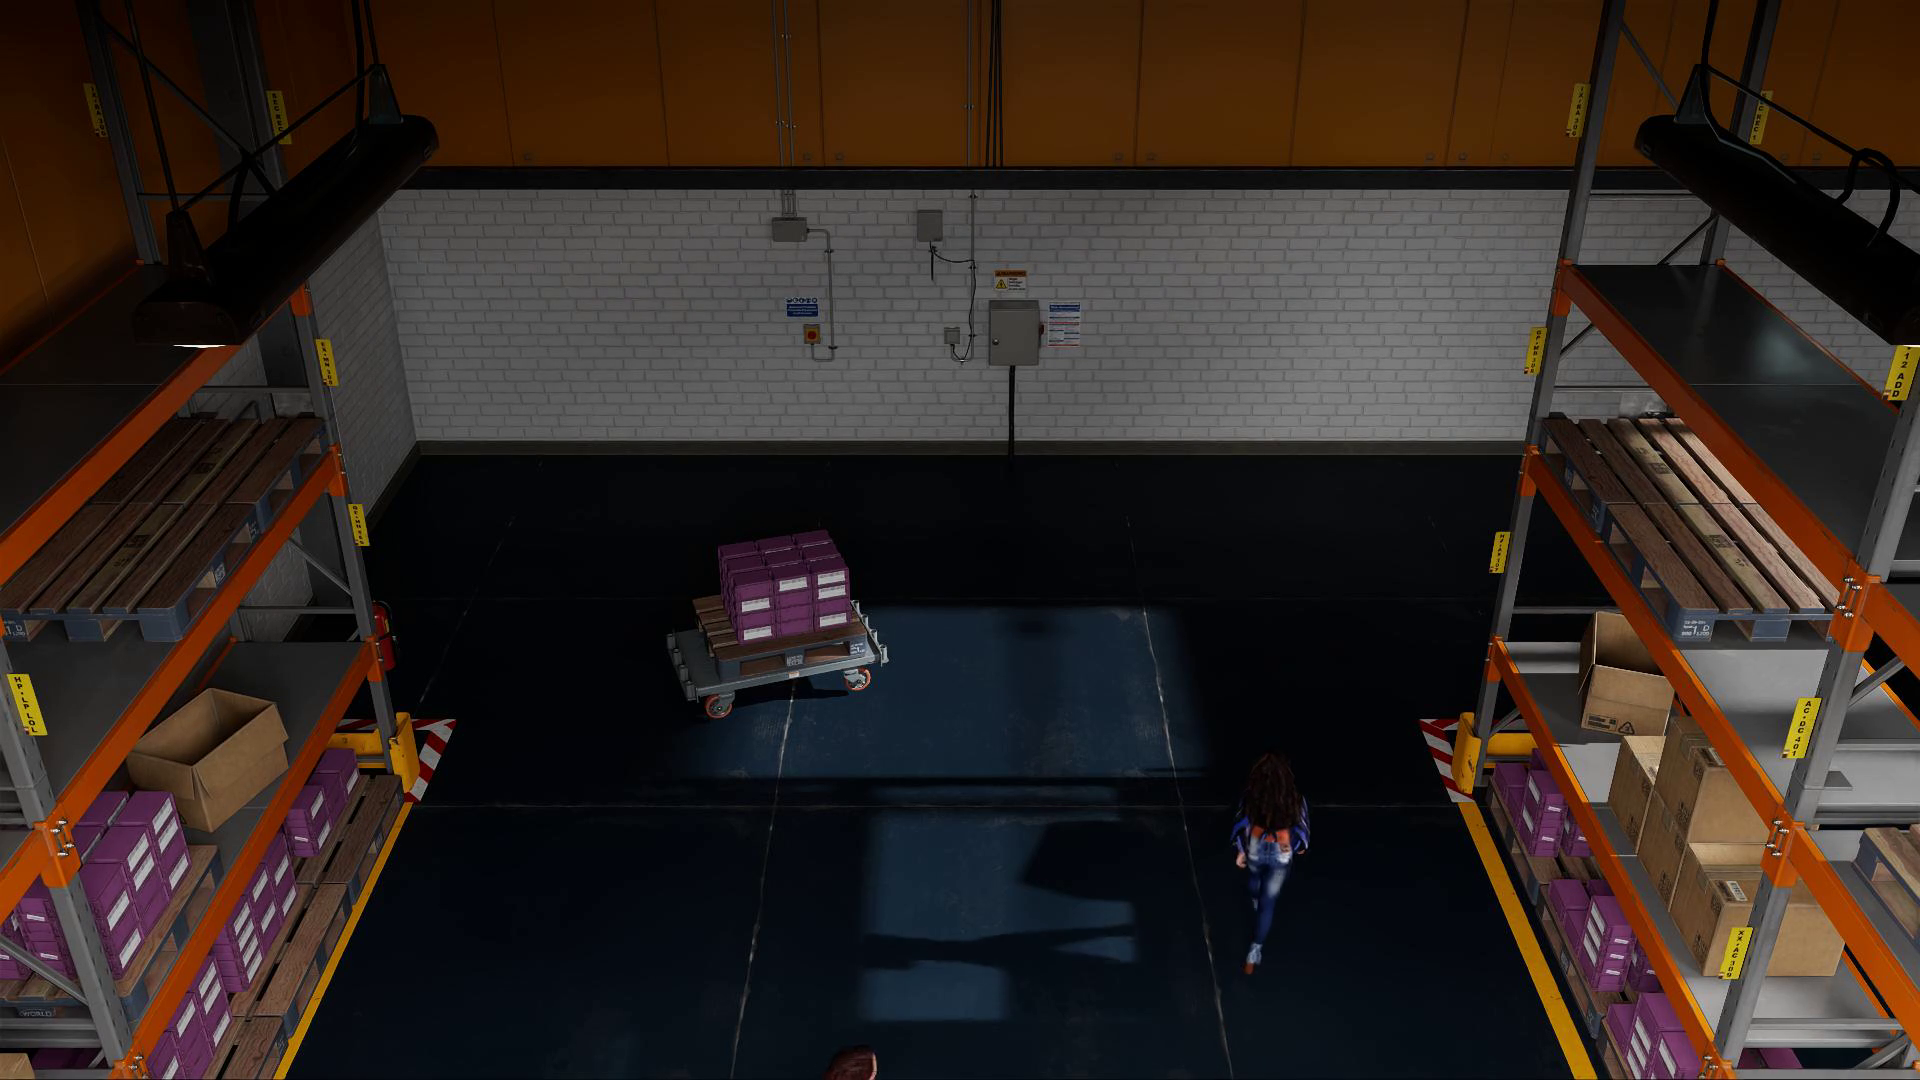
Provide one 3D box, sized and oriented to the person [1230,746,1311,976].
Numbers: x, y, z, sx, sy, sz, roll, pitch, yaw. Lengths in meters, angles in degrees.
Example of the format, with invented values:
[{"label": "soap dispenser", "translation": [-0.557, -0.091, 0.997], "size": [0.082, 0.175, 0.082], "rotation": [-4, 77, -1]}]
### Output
[{"label": "person", "translation": [1.926, 2.034, 10.460], "size": [0.861, 1.584, 1.064], "rotation": [12, 31, 21]}]
